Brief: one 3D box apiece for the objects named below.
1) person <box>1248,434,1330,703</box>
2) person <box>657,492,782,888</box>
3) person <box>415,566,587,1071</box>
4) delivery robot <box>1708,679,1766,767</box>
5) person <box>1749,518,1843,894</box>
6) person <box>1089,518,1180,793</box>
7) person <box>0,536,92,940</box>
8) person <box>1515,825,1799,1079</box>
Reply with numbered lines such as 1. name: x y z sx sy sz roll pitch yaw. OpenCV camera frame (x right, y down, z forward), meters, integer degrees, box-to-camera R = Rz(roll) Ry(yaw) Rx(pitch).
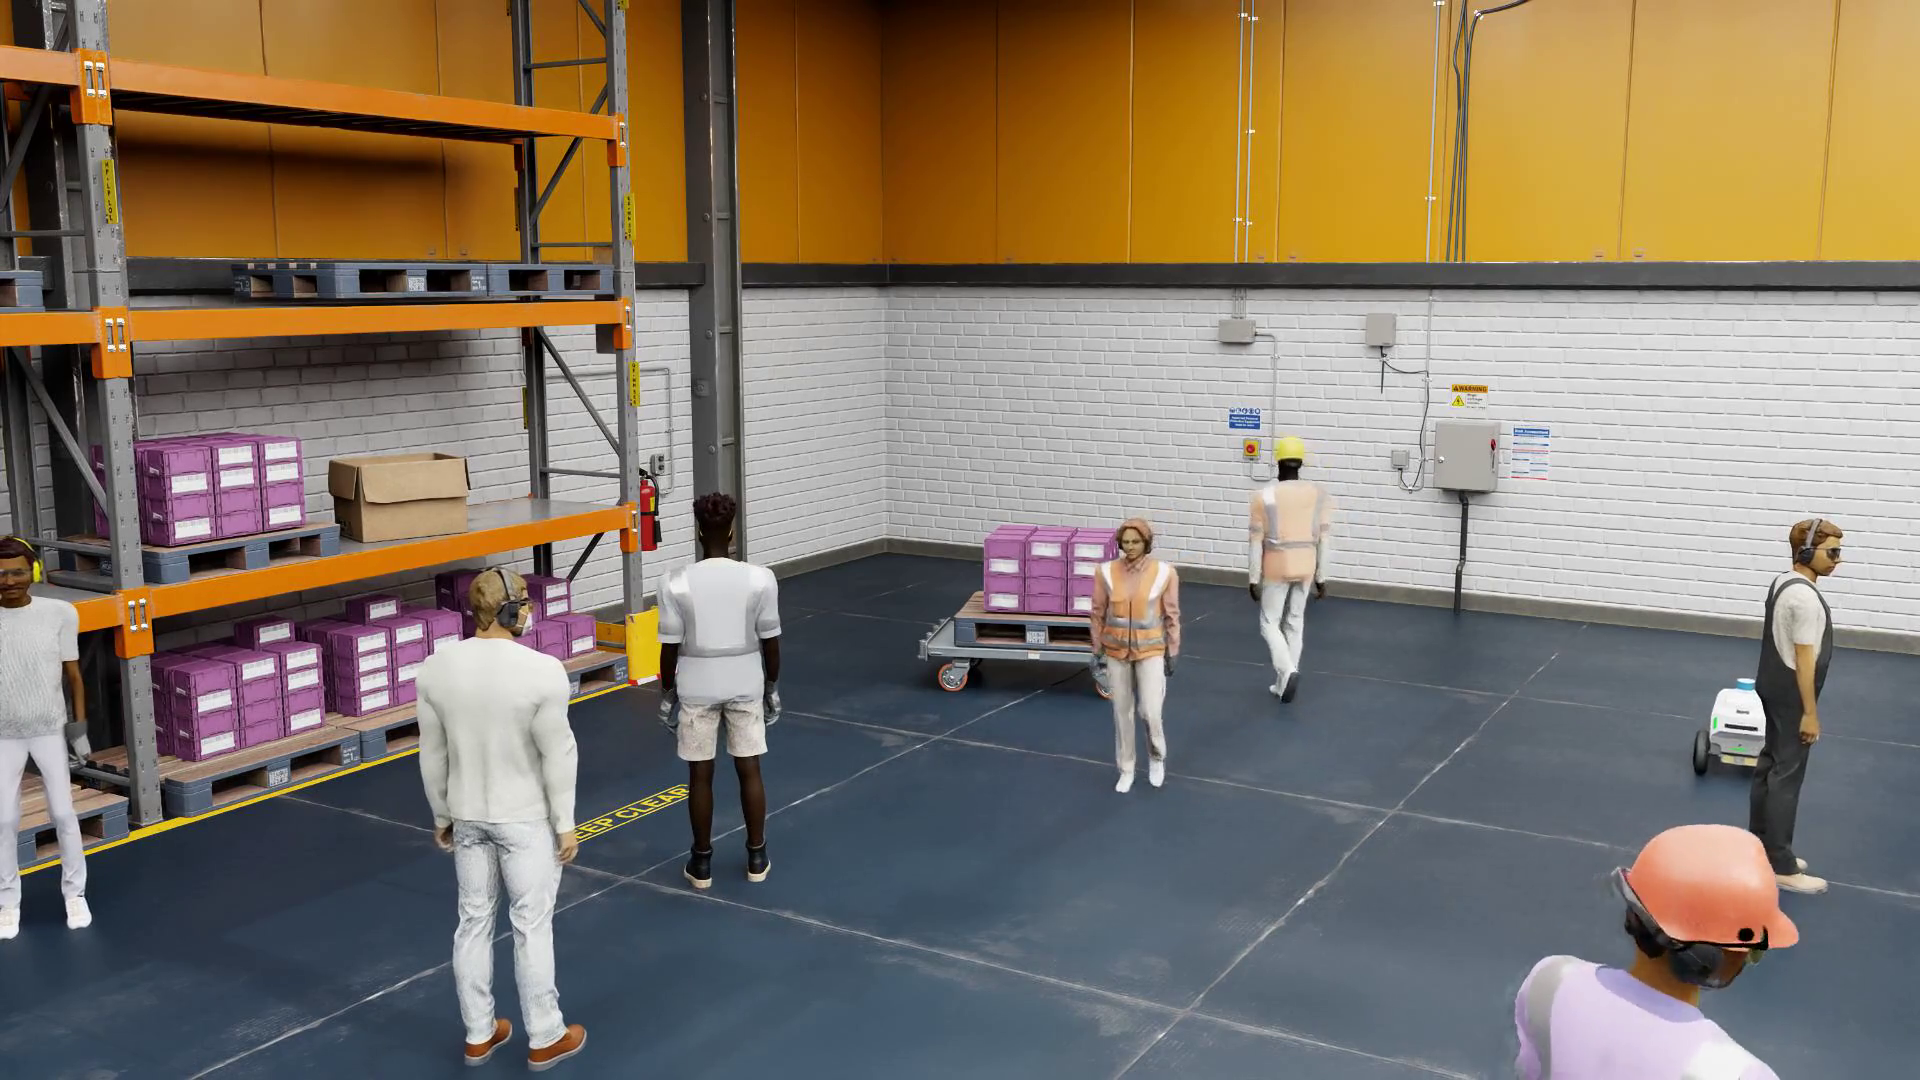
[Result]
1. person: 2.313 0.224 11.623 0.593 1.908 0.650 -1 9 -9
2. person: -1.189 0.744 8.246 0.614 1.952 0.366 -2 9 -15
3. person: -1.741 1.060 6.334 0.629 1.937 0.379 3 9 15
4. delivery robot: 4.785 1.090 10.147 0.477 0.478 0.707 5 10 27
5. person: 4.126 0.804 8.224 0.348 1.842 0.505 2 9 13
6. person: 1.007 0.680 9.668 0.513 1.629 0.367 3 10 19
7. person: -4.270 0.895 7.617 0.509 1.860 0.318 -4 10 -25
8. person: 1.333 1.505 3.348 0.724 2.000 0.688 -6 11 -31
